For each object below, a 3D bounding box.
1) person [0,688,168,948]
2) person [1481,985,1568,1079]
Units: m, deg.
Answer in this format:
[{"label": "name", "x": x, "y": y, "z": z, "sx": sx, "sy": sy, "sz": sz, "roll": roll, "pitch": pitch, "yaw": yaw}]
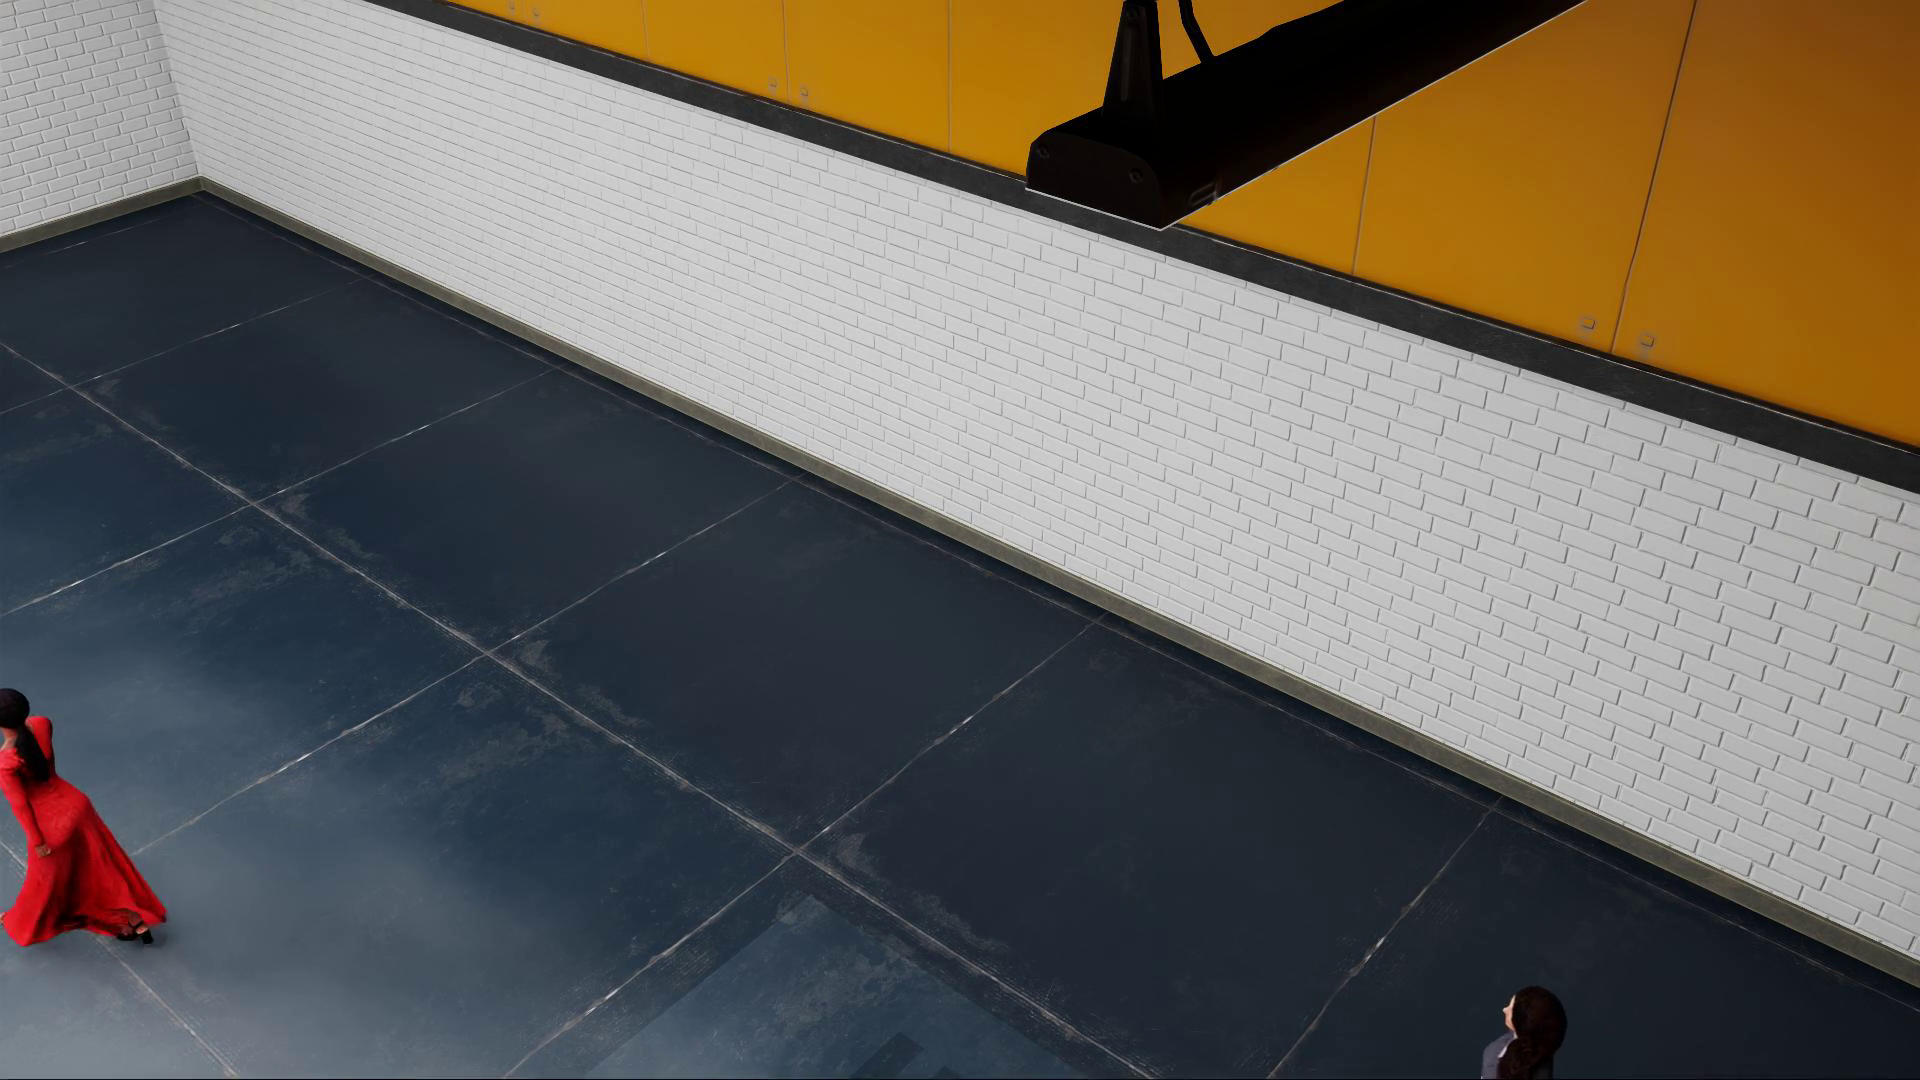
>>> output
[{"label": "person", "x": -4.690, "y": 1.524, "z": 8.804, "sx": 1.087, "sy": 1.735, "sz": 1.168, "roll": 4, "pitch": 34, "yaw": 6}, {"label": "person", "x": 2.444, "y": 2.586, "z": 7.206, "sx": 0.993, "sy": 1.725, "sz": 1.167, "roll": 9, "pitch": 35, "yaw": 13}]
